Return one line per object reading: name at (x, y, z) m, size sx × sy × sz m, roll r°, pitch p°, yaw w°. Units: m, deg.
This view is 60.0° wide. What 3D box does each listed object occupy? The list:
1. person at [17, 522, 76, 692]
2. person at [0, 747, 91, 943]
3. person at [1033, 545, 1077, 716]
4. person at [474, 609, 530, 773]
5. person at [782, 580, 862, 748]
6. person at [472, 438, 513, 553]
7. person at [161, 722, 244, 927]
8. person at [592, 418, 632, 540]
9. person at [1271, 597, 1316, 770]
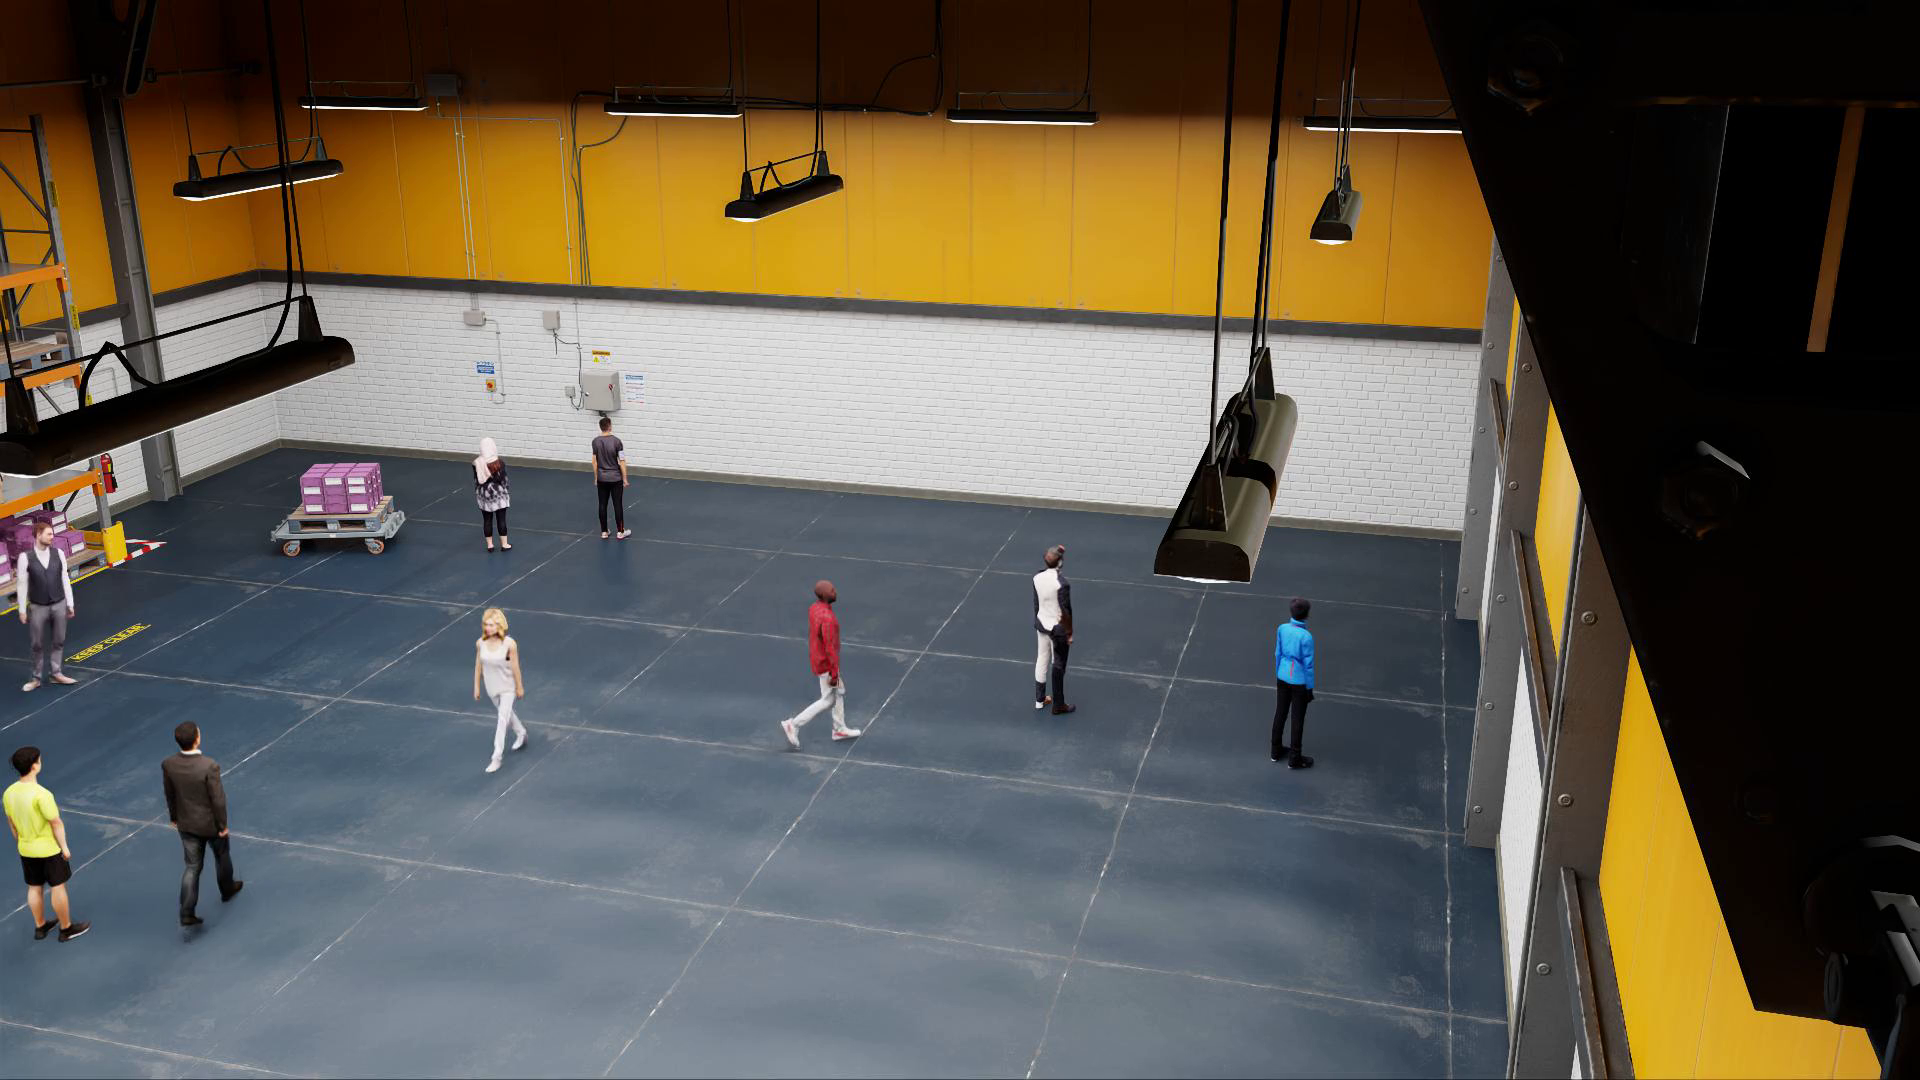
person at (-10.295, 0.746, 18.656) m, size 0.777 × 1.908 × 0.965 m, roll -12°, pitch 22°, yaw -32°
person at (-7.593, 2.511, 13.731) m, size 0.621 × 1.708 × 0.509 m, roll 4°, pitch 19°, yaw 13°
person at (1.006, 0.959, 18.047) m, size 0.777 × 1.893 × 0.770 m, roll -17°, pitch 25°, yaw -40°
person at (-4.637, 1.470, 16.952) m, size 0.601 × 1.625 × 1.078 m, roll 5°, pitch 19°, yaw 14°
person at (-1.464, 1.291, 17.209) m, size 1.108 × 1.798 × 1.147 m, roll -6°, pitch 20°, yaw -18°
person at (-6.519, -0.629, 23.172) m, size 0.710 × 1.632 × 0.724 m, roll -1°, pitch 19°, yaw -4°
person at (-6.424, 2.398, 13.957) m, size 0.845 × 1.776 × 1.166 m, roll 1°, pitch 19°, yaw 3°
person at (-5.005, -0.883, 23.721) m, size 0.665 × 1.764 × 0.565 m, roll 3°, pitch 19°, yaw 8°
person at (3.361, 1.427, 16.808) m, size 0.724 × 1.797 × 0.694 m, roll -14°, pitch 23°, yaw -35°
